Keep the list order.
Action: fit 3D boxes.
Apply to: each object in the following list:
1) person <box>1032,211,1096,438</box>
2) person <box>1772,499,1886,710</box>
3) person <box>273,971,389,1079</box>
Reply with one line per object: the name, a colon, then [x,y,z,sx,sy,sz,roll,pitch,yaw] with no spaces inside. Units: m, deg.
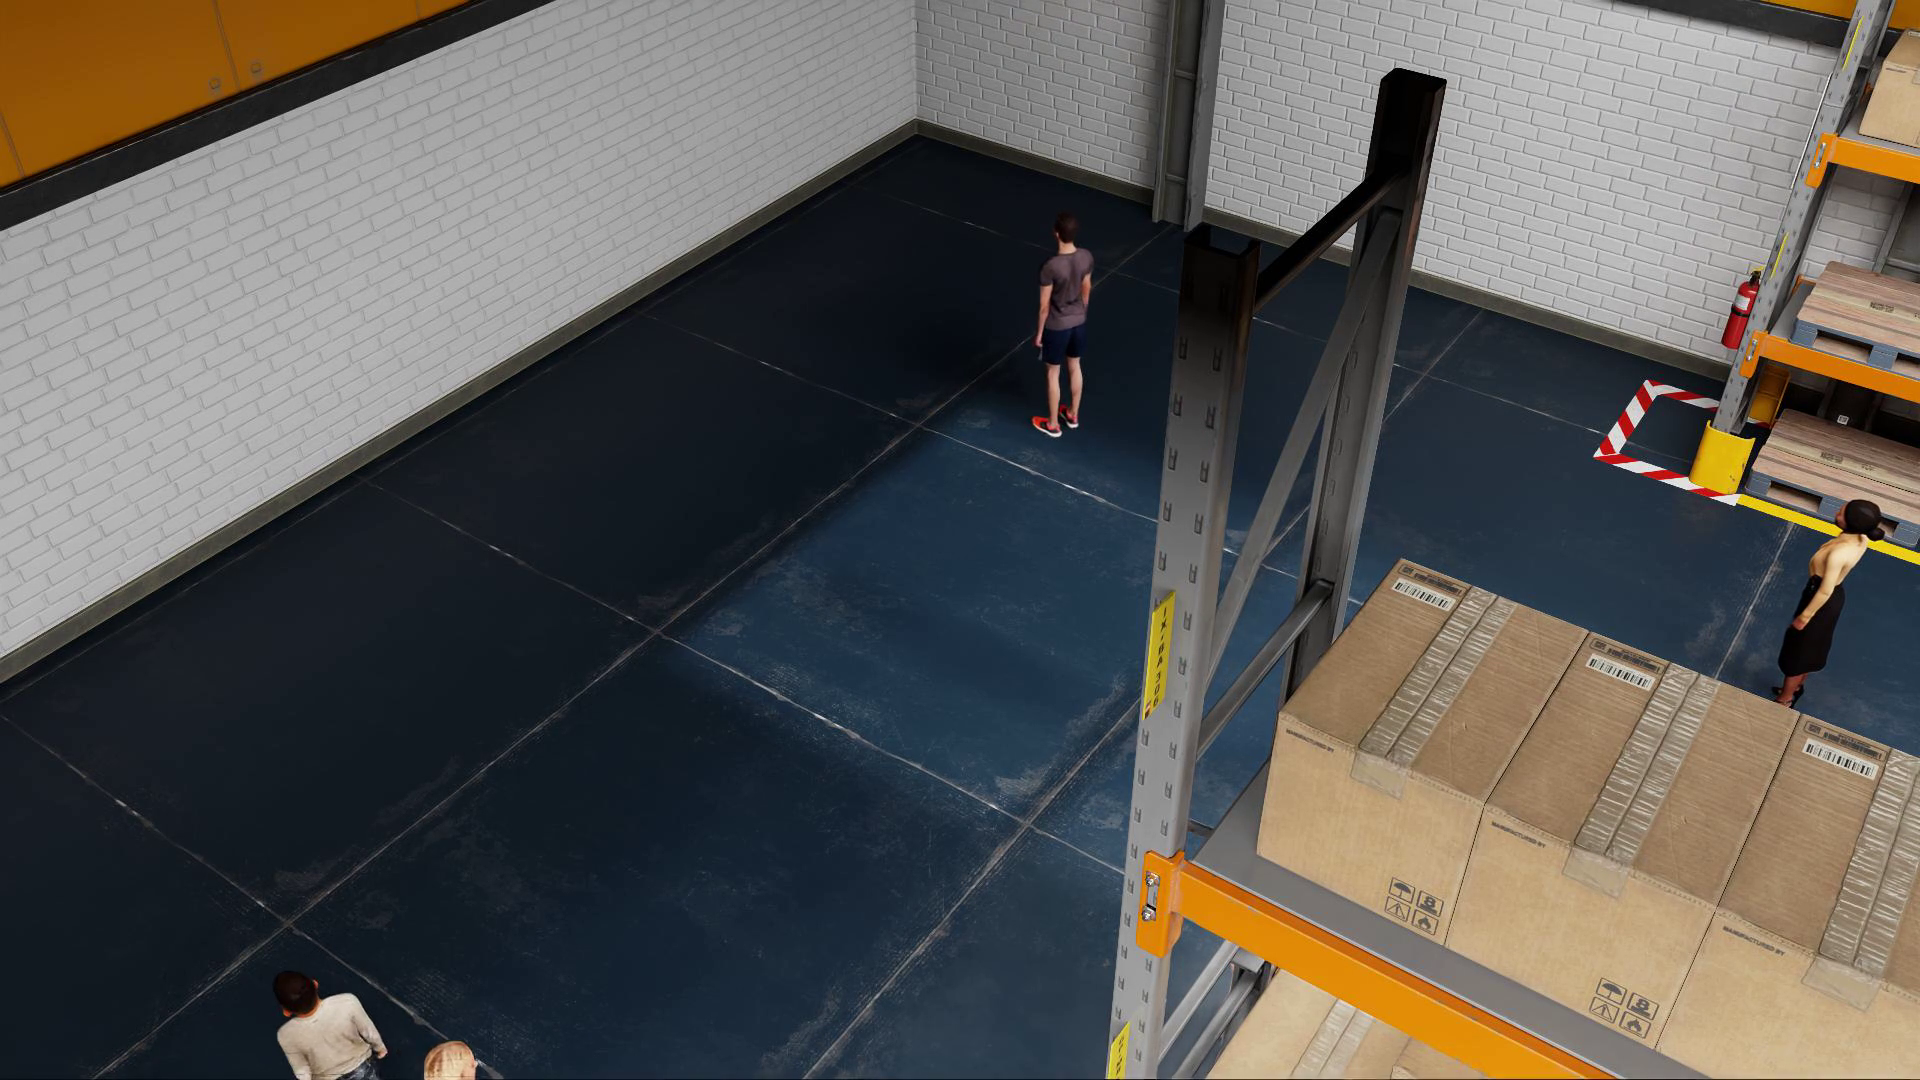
person: [0.783,-1.626,12.585,0.712,1.853,0.673,-23,44,-26]
person: [5.257,0.418,10.186,0.612,1.653,0.581,-32,48,-33]
person: [-2.833,2.530,7.711,0.848,1.441,1.039,-16,41,-19]
